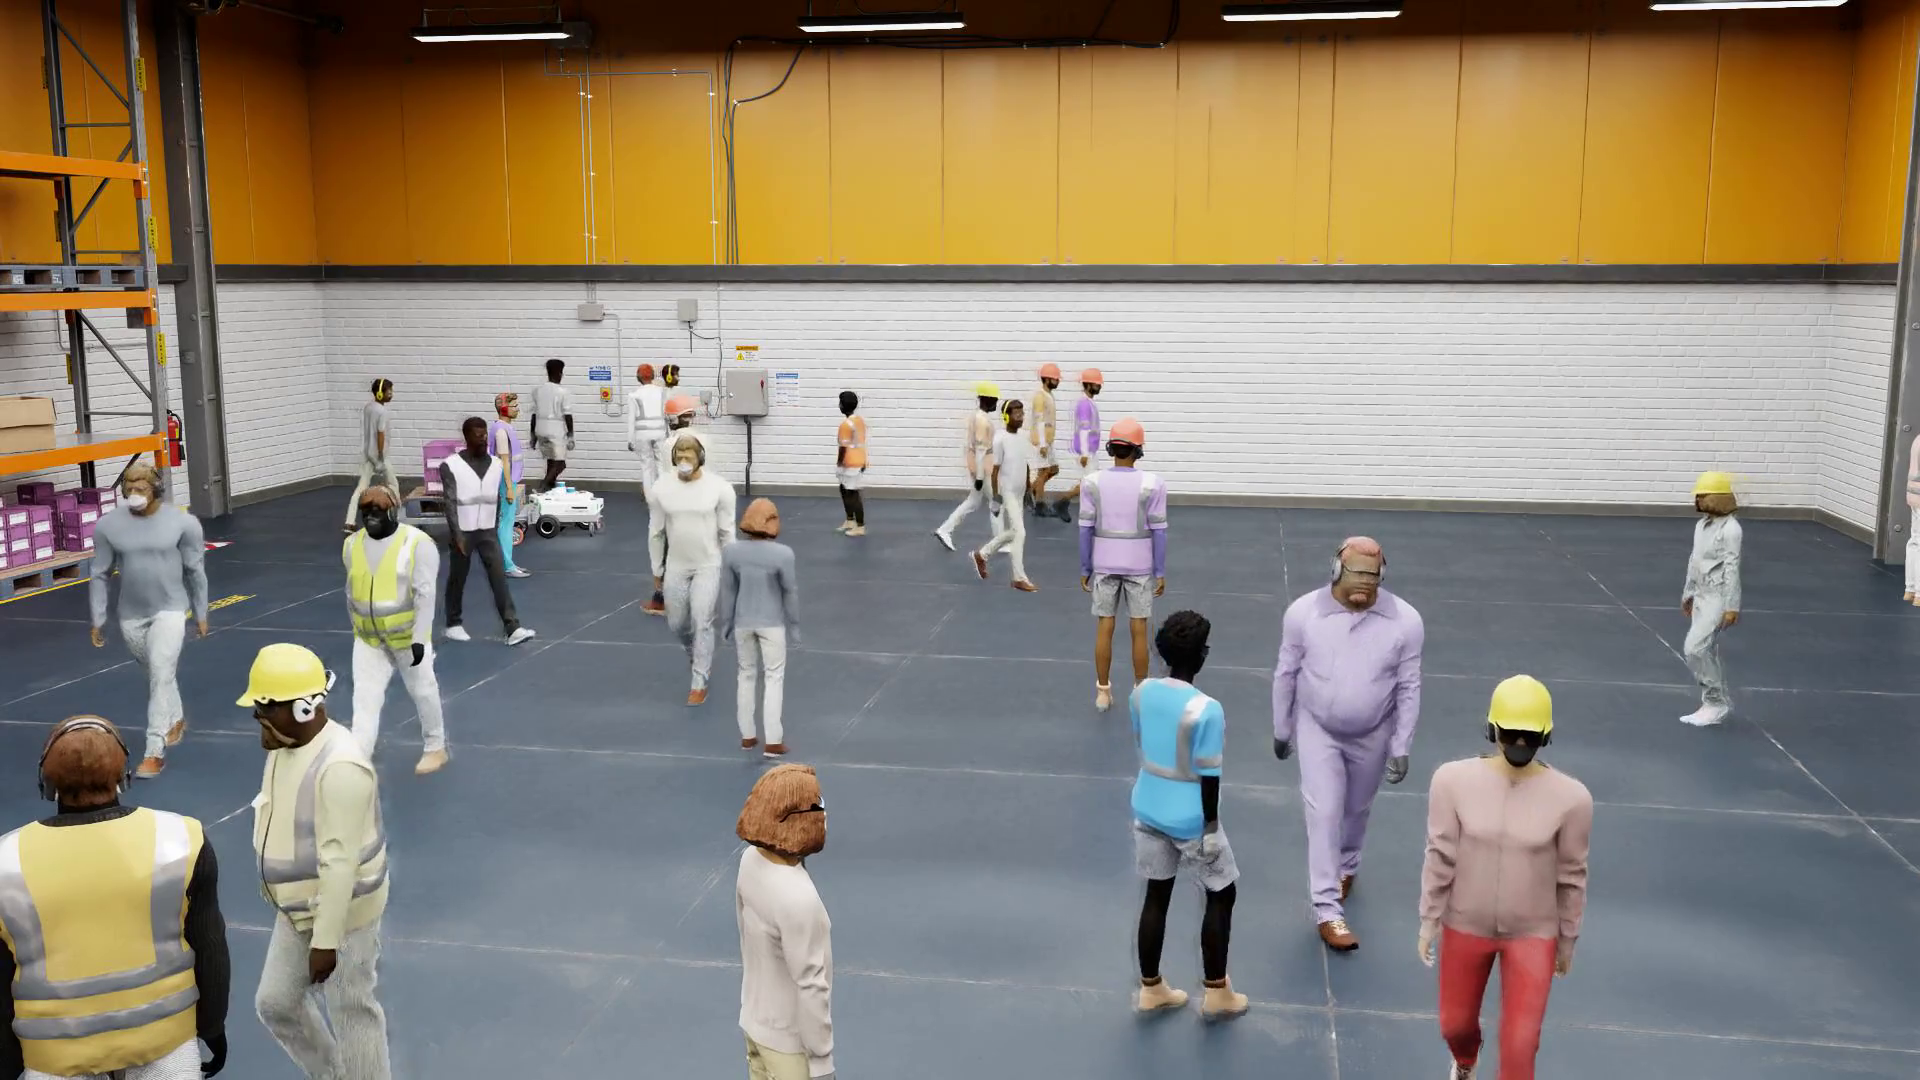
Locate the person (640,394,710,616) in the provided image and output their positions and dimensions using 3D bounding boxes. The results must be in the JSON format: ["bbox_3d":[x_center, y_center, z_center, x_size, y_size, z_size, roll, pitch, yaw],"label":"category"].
[{"bbox_3d":[-2.506,-0.295,14.623,0.819,1.962,0.647,6,11,32],"label":"person"}]

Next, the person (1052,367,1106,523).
[{"bbox_3d":[1.469,-1.095,19.755,0.584,1.920,0.544,2,9,11],"label":"person"}]

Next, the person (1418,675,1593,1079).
[{"bbox_3d":[1.817,1.272,5.572,0.531,1.745,0.681,3,10,19],"label":"person"}]

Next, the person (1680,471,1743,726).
[{"bbox_3d":[4.970,0.399,11.056,0.399,1.726,0.502,0,9,0],"label":"person"}]

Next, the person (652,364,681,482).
[{"bbox_3d":[-3.754,-1.355,21.580,0.600,1.847,0.534,-1,9,-6],"label":"person"}]

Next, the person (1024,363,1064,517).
[{"bbox_3d":[1.035,-1.232,20.599,0.495,1.922,0.561,3,10,18],"label":"person"}]

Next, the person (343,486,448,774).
[{"bbox_3d":[-3.363,0.574,9.795,0.629,1.794,0.953,2,9,10],"label":"person"}]

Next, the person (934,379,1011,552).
[{"bbox_3d":[0.178,-0.794,17.953,0.885,1.898,0.591,-1,9,-7],"label":"person"}]

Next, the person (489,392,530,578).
[{"bbox_3d":[-4.520,-0.544,16.543,0.389,1.847,0.563,-3,10,-17],"label":"person"}]

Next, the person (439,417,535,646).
[{"bbox_3d":[-3.907,-0.061,13.497,1.011,1.866,0.598,8,12,41],"label":"person"}]

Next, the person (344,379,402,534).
[{"bbox_3d":[-6.802,-0.971,19.337,0.610,1.809,0.986,7,11,36],"label":"person"}]

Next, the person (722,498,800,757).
[{"bbox_3d":[-1.263,0.542,10.500,0.512,1.635,0.293,3,10,19],"label":"person"}]

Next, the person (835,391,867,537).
[{"bbox_3d":[-1.309,-0.869,19.037,0.540,1.678,0.560,3,10,16],"label":"person"}]

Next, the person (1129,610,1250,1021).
[{"bbox_3d":[0.924,1.109,6.766,0.501,1.681,0.552,-6,11,-34],"label":"person"}]

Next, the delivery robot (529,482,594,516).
[{"bbox_3d":[-4.702,-0.443,19.612,0.707,0.478,0.477,-5,11,-29],"label":"delivery robot"}]

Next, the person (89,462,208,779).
[{"bbox_3d":[-5.001,0.446,10.307,0.644,1.892,1.051,-1,9,-7],"label":"person"}]

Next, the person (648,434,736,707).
[{"bbox_3d":[-1.878,0.186,11.817,0.630,1.919,0.682,1,9,5],"label":"person"}]

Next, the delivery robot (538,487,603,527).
[{"bbox_3d":[-4.472,-0.363,19.130,0.707,0.478,0.477,0,9,-3],"label":"delivery robot"}]

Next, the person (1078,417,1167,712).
[{"bbox_3d":[1.122,0.178,11.459,0.609,2.043,0.397,3,10,16],"label":"person"}]

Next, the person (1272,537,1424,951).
[{"bbox_3d":[1.779,0.881,7.702,0.653,1.860,0.933,1,9,7],"label":"person"}]

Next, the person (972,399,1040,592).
[{"bbox_3d":[0.451,-0.449,15.971,0.786,1.845,0.521,6,11,33],"label":"person"}]

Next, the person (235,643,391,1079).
[{"bbox_3d":[-2.167,1.232,5.633,0.630,1.809,0.442,9,13,44],"label":"person"}]

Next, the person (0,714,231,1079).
[{"bbox_3d":[-2.349,1.382,4.603,0.625,1.846,0.428,-5,10,-27],"label":"person"}]

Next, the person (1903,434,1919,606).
[{"bbox_3d":[8.858,-0.311,15.136,0.430,1.838,0.619,3,10,17],"label":"person"}]

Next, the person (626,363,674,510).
[{"bbox_3d":[-3.956,-1.312,21.243,0.603,1.861,0.394,-4,10,-26],"label":"person"}]

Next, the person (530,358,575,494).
[{"bbox_3d":[-5.277,-1.365,21.340,0.624,1.931,0.797,4,10,23],"label":"person"}]

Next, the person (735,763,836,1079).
[{"bbox_3d":[-0.495,1.447,4.852,0.285,1.633,0.497,-5,10,-28],"label":"person"}]
